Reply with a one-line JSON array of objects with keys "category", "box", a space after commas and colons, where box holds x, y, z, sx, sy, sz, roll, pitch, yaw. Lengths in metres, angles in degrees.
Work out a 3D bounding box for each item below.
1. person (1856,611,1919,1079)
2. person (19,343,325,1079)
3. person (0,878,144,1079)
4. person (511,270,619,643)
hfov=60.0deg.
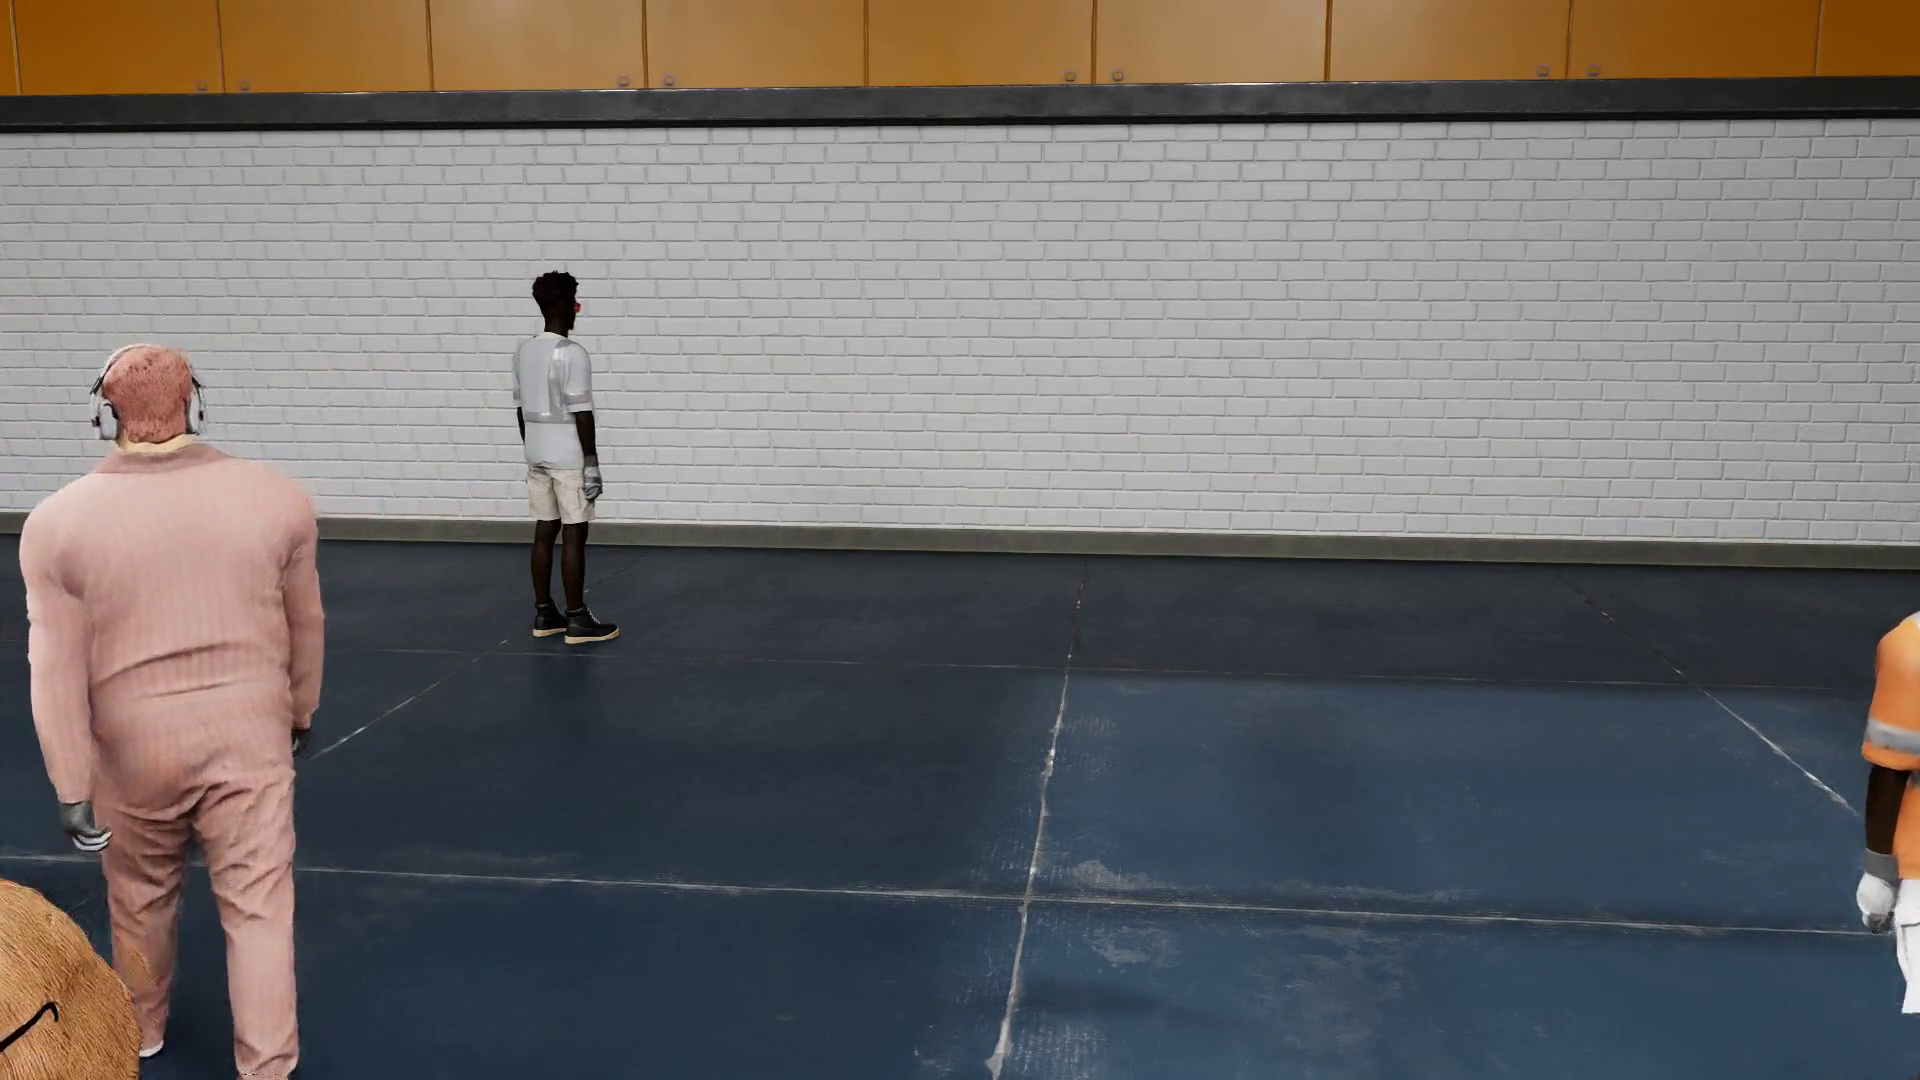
[{"category": "person", "box": [2.065, 0.682, 3.247, 0.537, 1.681, 0.498, -1, 10, -3]}, {"category": "person", "box": [-1.857, 0.461, 4.003, 0.648, 1.856, 0.955, -6, 11, -30]}, {"category": "person", "box": [-0.786, 1.039, 1.473, 0.500, 1.578, 0.888, -1, 10, -5]}, {"category": "person", "box": [-2.106, -0.430, 8.818, 0.611, 1.954, 0.362, 9, 13, 40]}]
